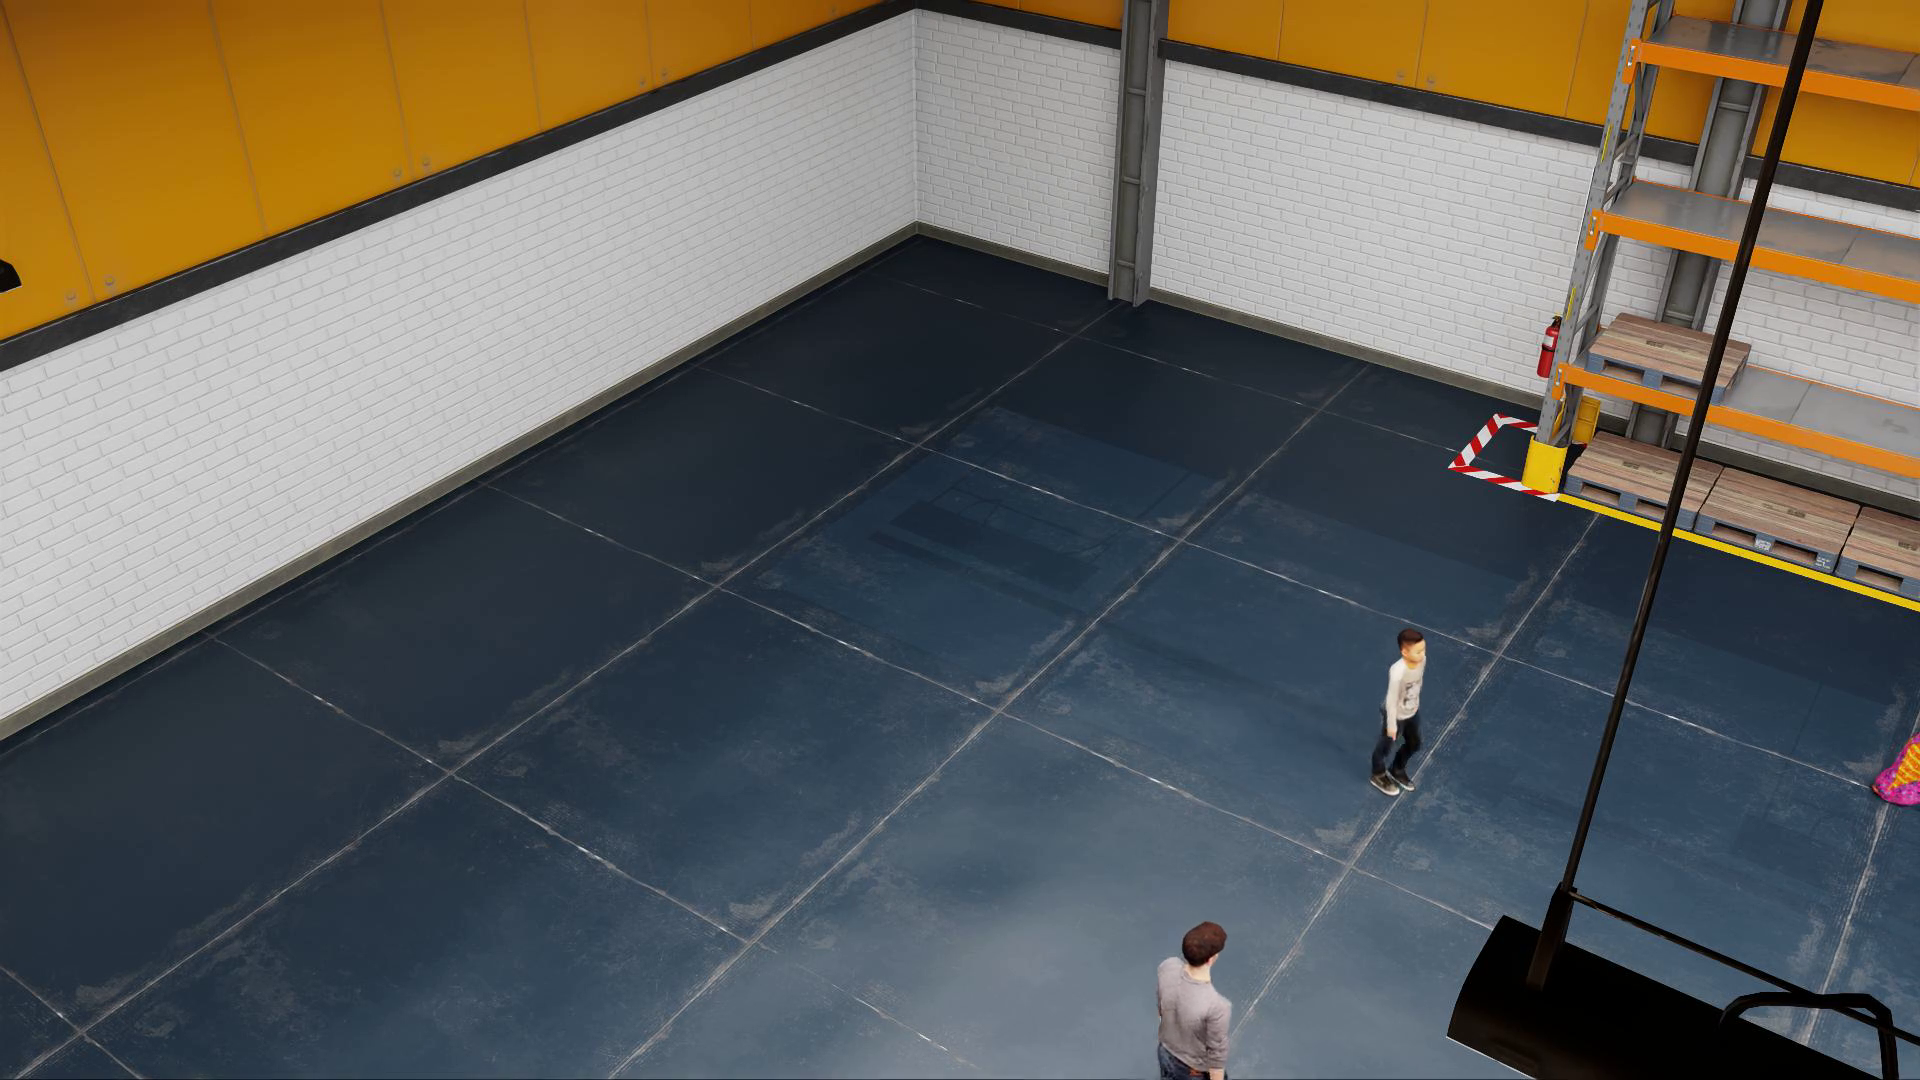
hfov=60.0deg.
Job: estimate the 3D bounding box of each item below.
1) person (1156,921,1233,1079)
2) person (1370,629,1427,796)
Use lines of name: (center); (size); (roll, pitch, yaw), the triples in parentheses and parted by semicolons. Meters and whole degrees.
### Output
person: (1.212, 2.902, 9.199); (0.832, 1.897, 0.654); (-25, 41, -33)
person: (3.154, 1.221, 12.126); (0.635, 1.456, 0.603); (-25, 41, -32)
